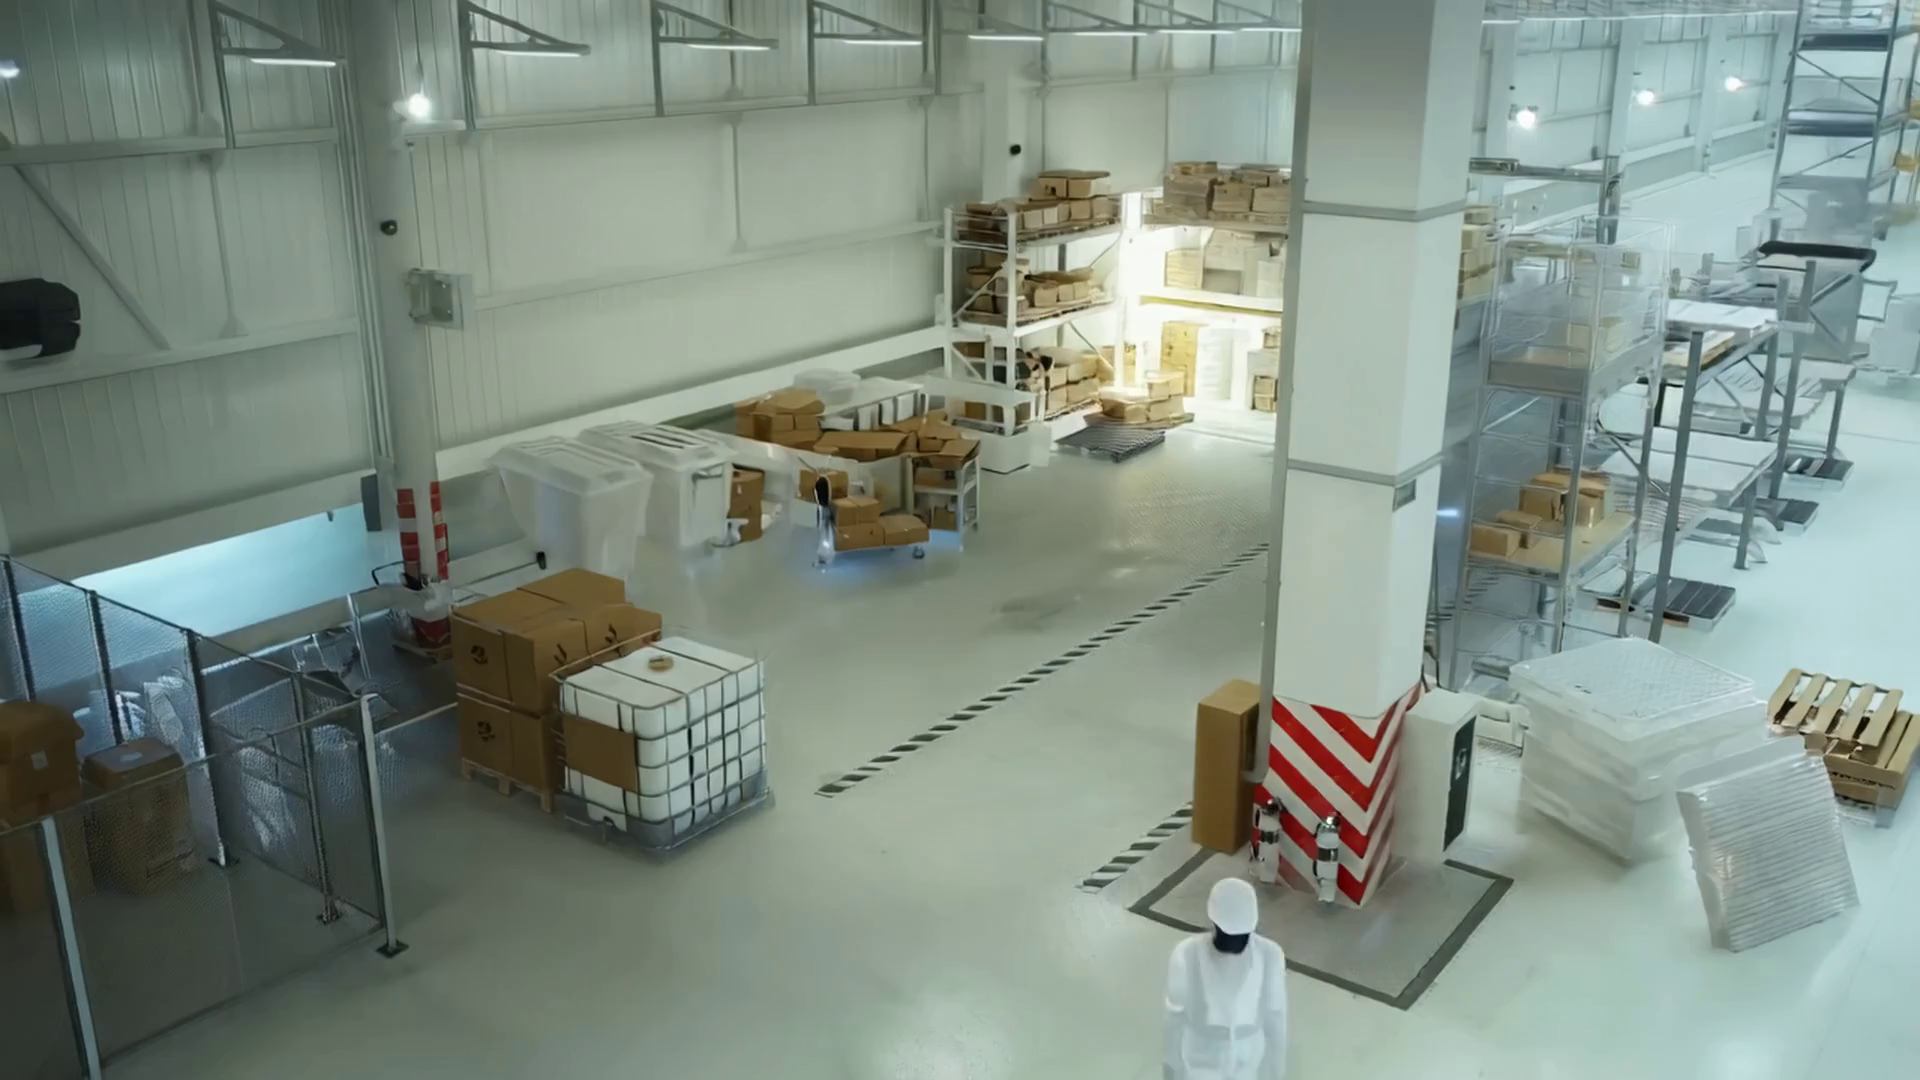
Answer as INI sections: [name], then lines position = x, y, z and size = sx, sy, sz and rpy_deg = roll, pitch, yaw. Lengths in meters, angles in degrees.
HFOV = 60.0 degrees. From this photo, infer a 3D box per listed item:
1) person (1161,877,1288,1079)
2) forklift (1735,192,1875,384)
[person]
position = 1.245, 2.409, 7.821
size = 0.557, 1.889, 1.018
rpy_deg = -2, 18, -7
[forklift]
position = 13.244, -3.924, 25.628
size = 1.129, 2.768, 1.873
rpy_deg = -10, 20, -27
